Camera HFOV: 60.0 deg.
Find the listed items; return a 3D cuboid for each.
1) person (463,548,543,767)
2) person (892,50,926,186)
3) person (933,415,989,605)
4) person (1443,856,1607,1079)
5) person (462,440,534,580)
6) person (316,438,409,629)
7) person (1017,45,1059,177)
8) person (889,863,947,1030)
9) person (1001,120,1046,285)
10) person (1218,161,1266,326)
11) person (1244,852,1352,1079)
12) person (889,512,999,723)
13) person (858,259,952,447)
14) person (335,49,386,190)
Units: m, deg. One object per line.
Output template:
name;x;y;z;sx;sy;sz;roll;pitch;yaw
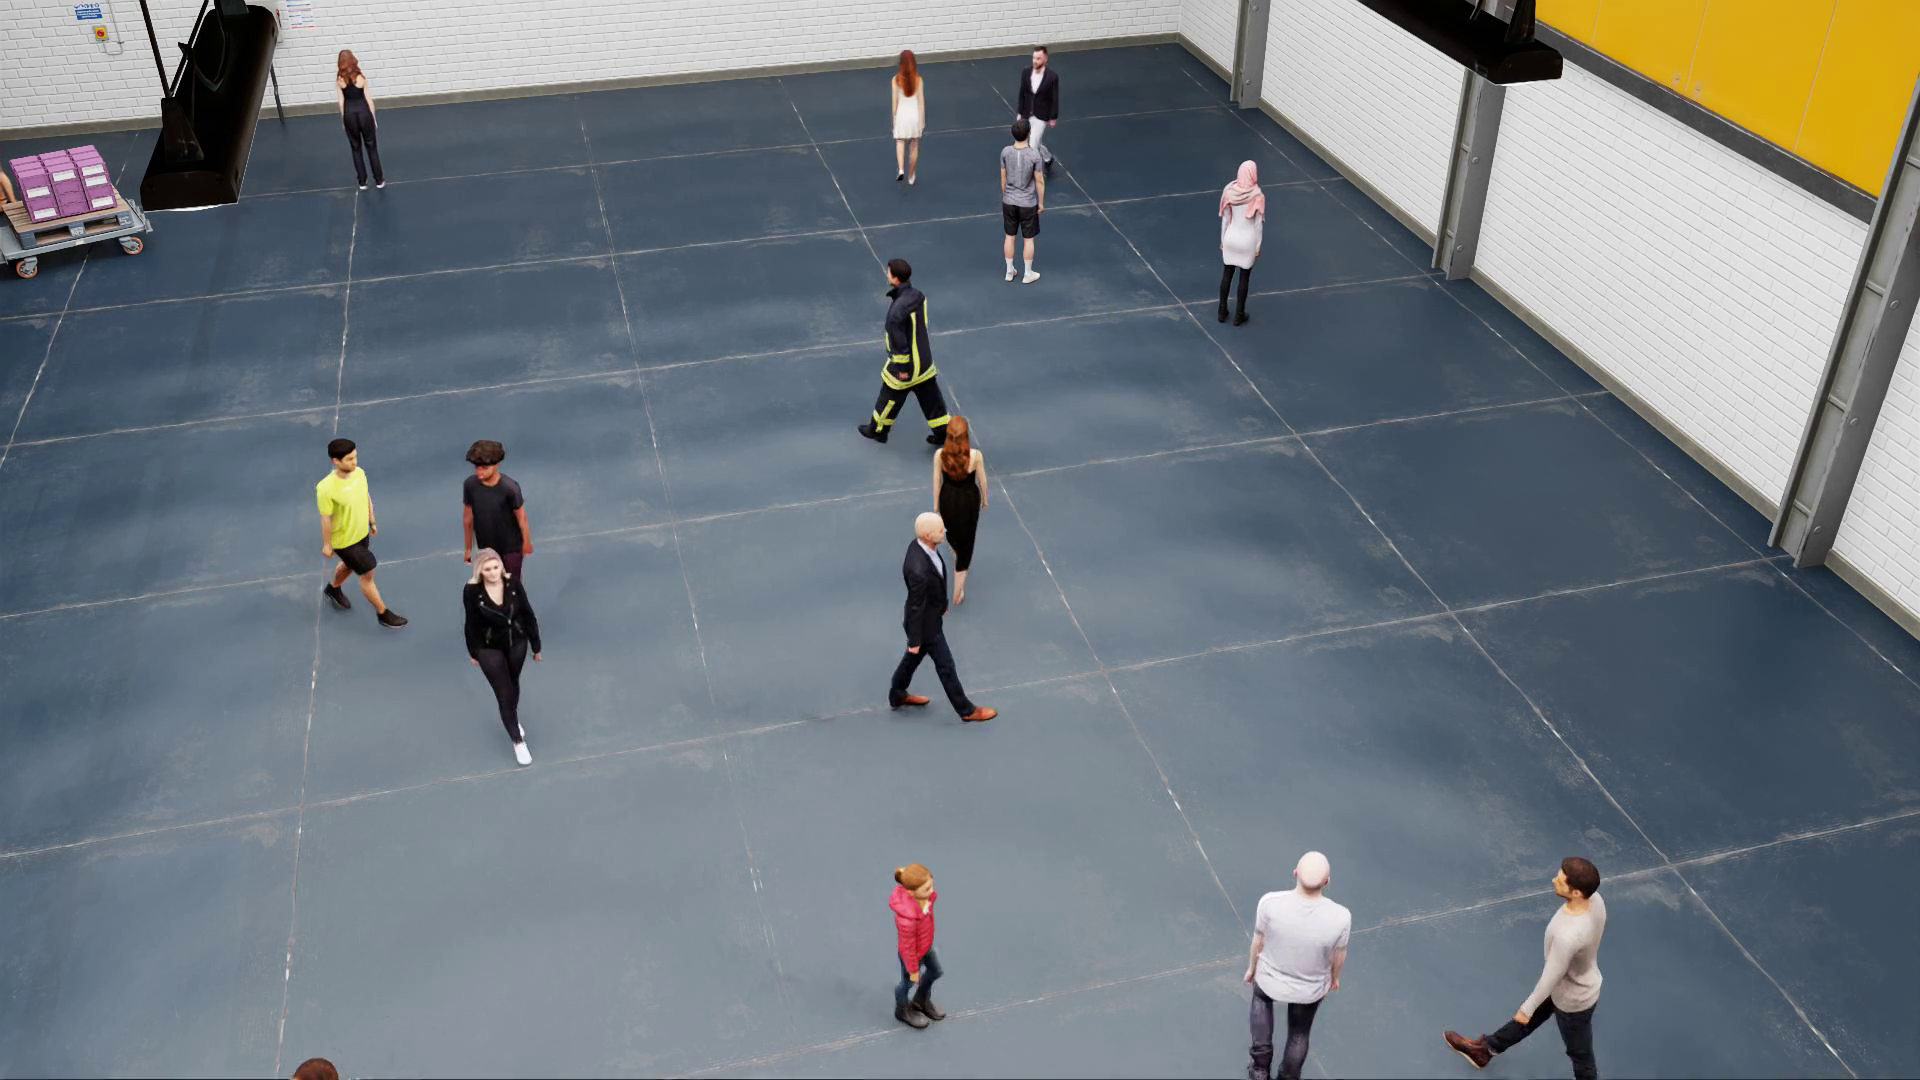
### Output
person;-3.304;0.728;11.907;0.798;1.668;0.946;-20;38;-27
person;-0.651;-5.262;20.888;0.700;1.702;0.805;3;34;4
person;-0.009;-0.218;13.416;0.864;1.574;1.158;4;34;6
person;3.425;2.499;9.106;1.168;1.820;1.161;15;37;22
person;-3.565;-0.047;12.991;0.841;1.760;0.958;8;35;12
person;-4.886;-0.066;13.107;1.086;1.662;1.122;12;35;17
person;0.997;-5.313;20.864;1.160;1.815;1.198;19;38;26
person;-0.320;2.371;9.761;0.678;1.308;0.612;16;37;22
person;0.668;-3.761;18.477;0.738;1.871;0.771;14;36;19
person;2.969;-3.149;17.619;0.723;1.803;0.777;16;37;23
person;1.809;2.478;9.140;0.796;1.817;0.819;8;34;12
person;-0.320;0.571;12.060;1.013;1.760;1.116;3;34;4
person;-0.380;-1.649;15.297;1.309;1.874;1.297;15;36;21
person;-7.558;-5.279;20.876;0.567;1.744;0.511;-10;35;-15
